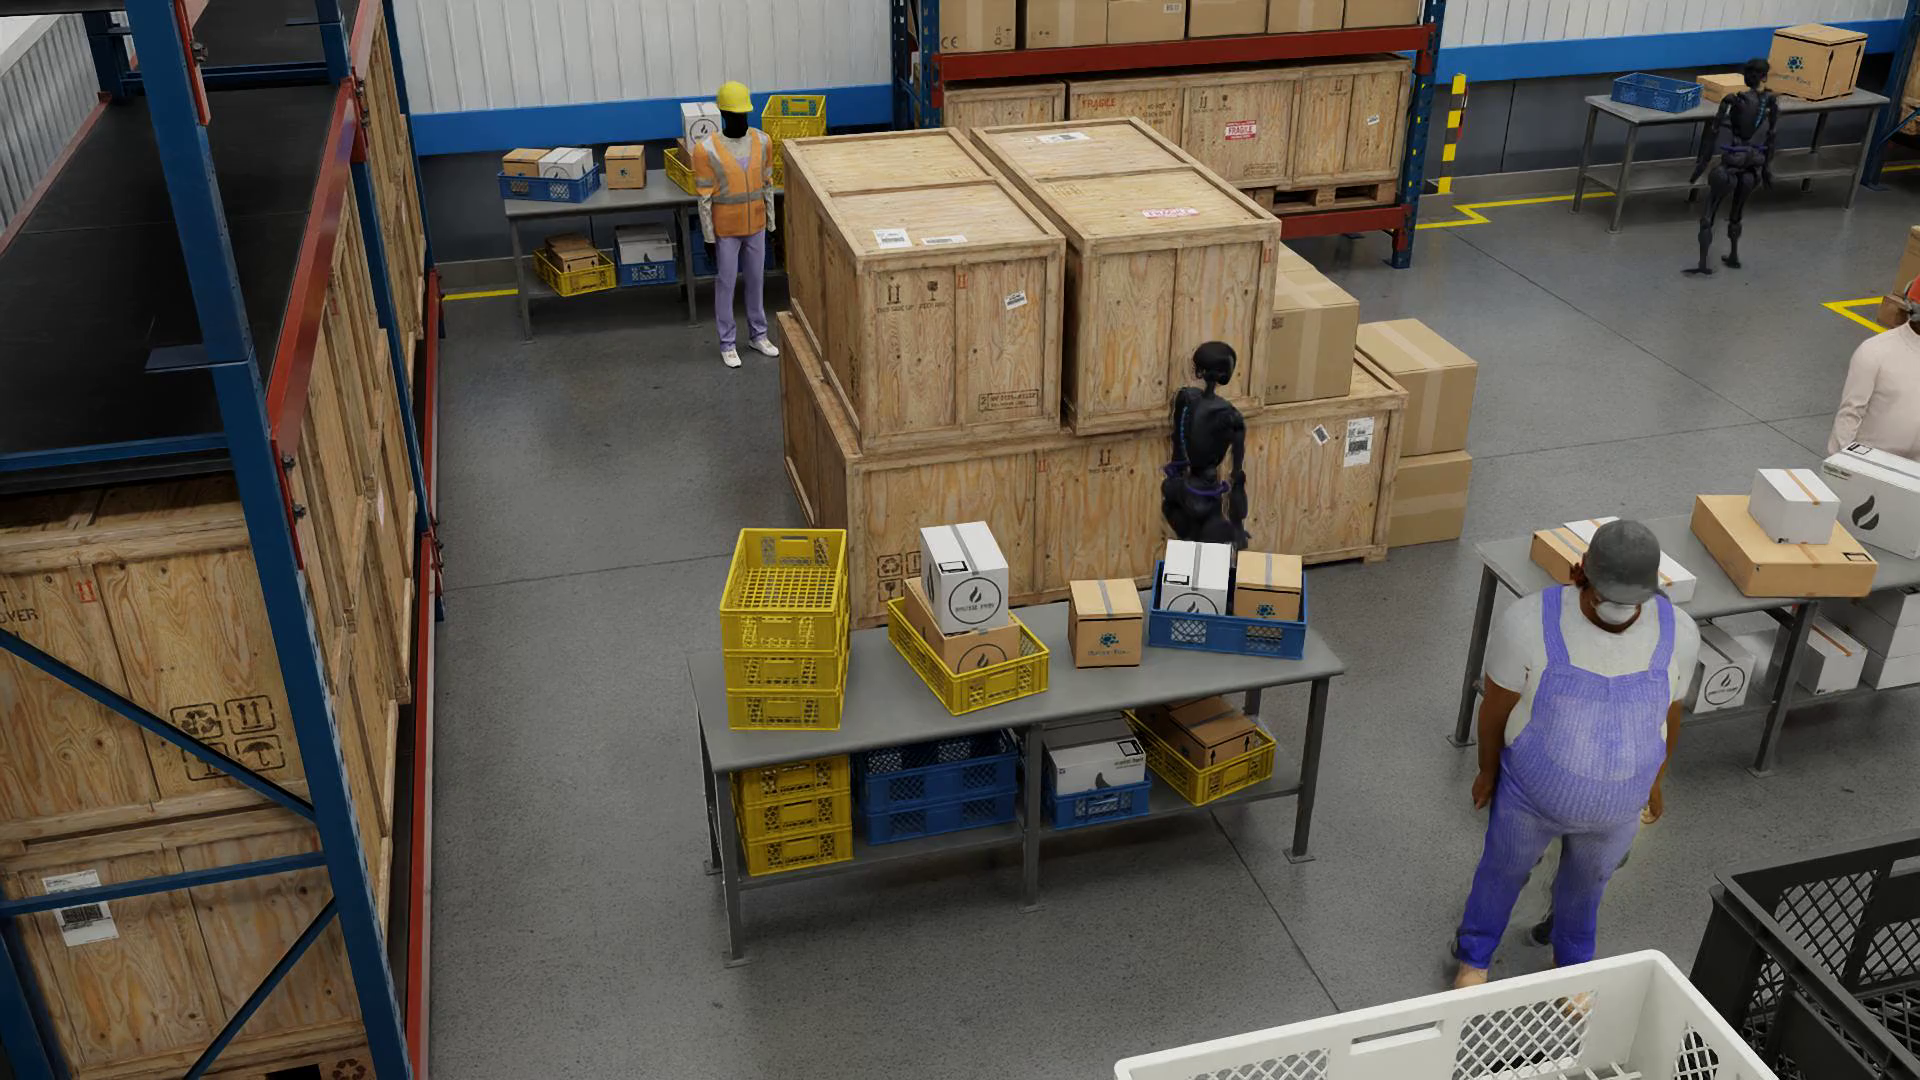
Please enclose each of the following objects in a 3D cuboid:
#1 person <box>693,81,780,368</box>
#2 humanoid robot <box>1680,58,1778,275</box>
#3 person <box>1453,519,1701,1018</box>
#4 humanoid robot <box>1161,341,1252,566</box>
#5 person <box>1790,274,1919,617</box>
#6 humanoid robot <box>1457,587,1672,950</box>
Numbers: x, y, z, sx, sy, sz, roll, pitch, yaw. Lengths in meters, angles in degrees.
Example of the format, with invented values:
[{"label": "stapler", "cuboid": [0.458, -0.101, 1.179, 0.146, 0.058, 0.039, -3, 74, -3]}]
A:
[{"label": "person", "cuboid": [-1.491, -2.137, 11.274, 0.586, 1.930, 0.356, -20, 35, -32]}, {"label": "humanoid robot", "cuboid": [6.040, -2.888, 12.913, 0.752, 1.631, 0.517, -9, 30, -15]}, {"label": "person", "cuboid": [2.138, 0.830, 5.776, 0.687, 2.000, 0.536, 3, 29, 6]}, {"label": "humanoid robot", "cuboid": [1.143, -0.154, 7.941, 0.376, 1.654, 0.612, -14, 32, -24]}, {"label": "person", "cuboid": [4.474, -0.385, 8.041, 0.614, 1.986, 0.406, -7, 30, -12]}, {"label": "humanoid robot", "cuboid": [2.191, 0.876, 6.085, 0.586, 1.624, 0.602, -16, 33, -27]}]
